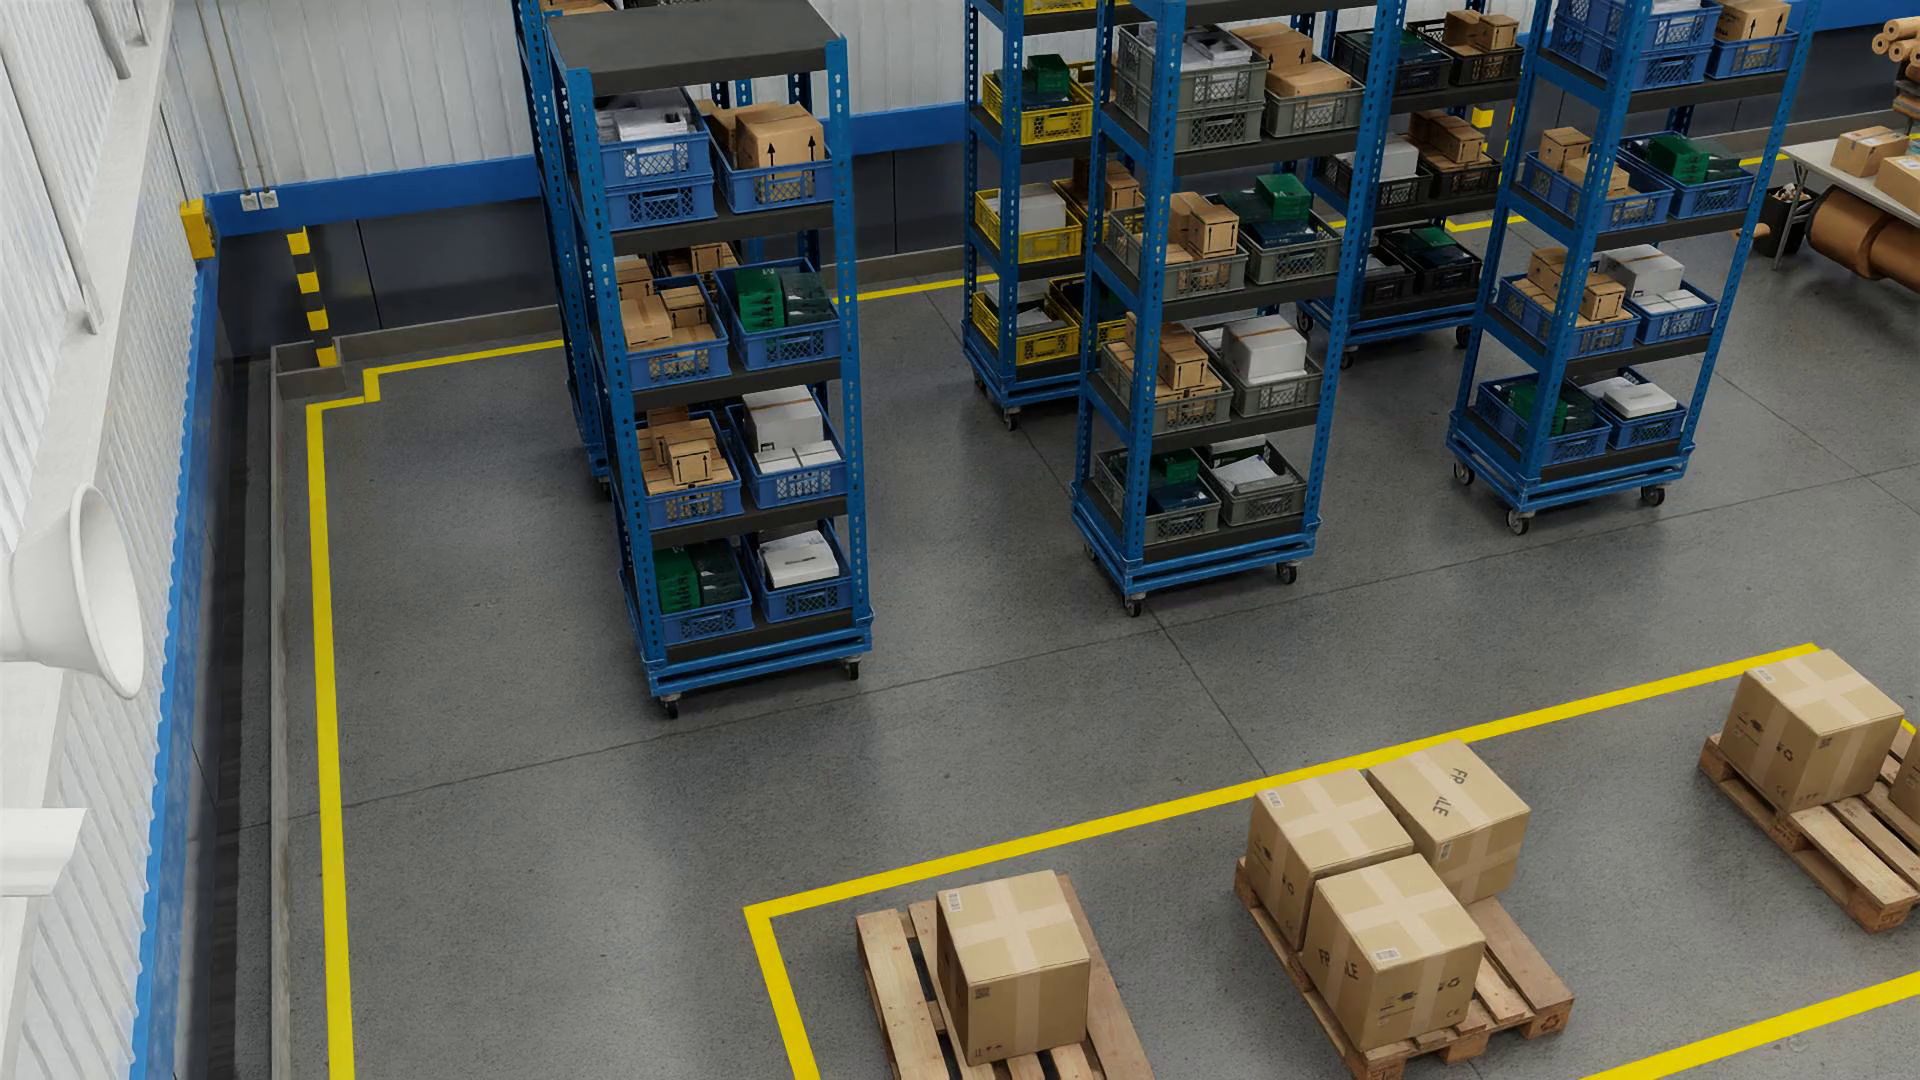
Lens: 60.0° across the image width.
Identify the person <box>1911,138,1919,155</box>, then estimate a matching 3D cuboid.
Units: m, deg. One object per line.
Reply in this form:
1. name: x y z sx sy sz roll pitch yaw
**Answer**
1. person: 8.663 -3.873 14.291 0.974 1.698 0.533 -1 35 -1
